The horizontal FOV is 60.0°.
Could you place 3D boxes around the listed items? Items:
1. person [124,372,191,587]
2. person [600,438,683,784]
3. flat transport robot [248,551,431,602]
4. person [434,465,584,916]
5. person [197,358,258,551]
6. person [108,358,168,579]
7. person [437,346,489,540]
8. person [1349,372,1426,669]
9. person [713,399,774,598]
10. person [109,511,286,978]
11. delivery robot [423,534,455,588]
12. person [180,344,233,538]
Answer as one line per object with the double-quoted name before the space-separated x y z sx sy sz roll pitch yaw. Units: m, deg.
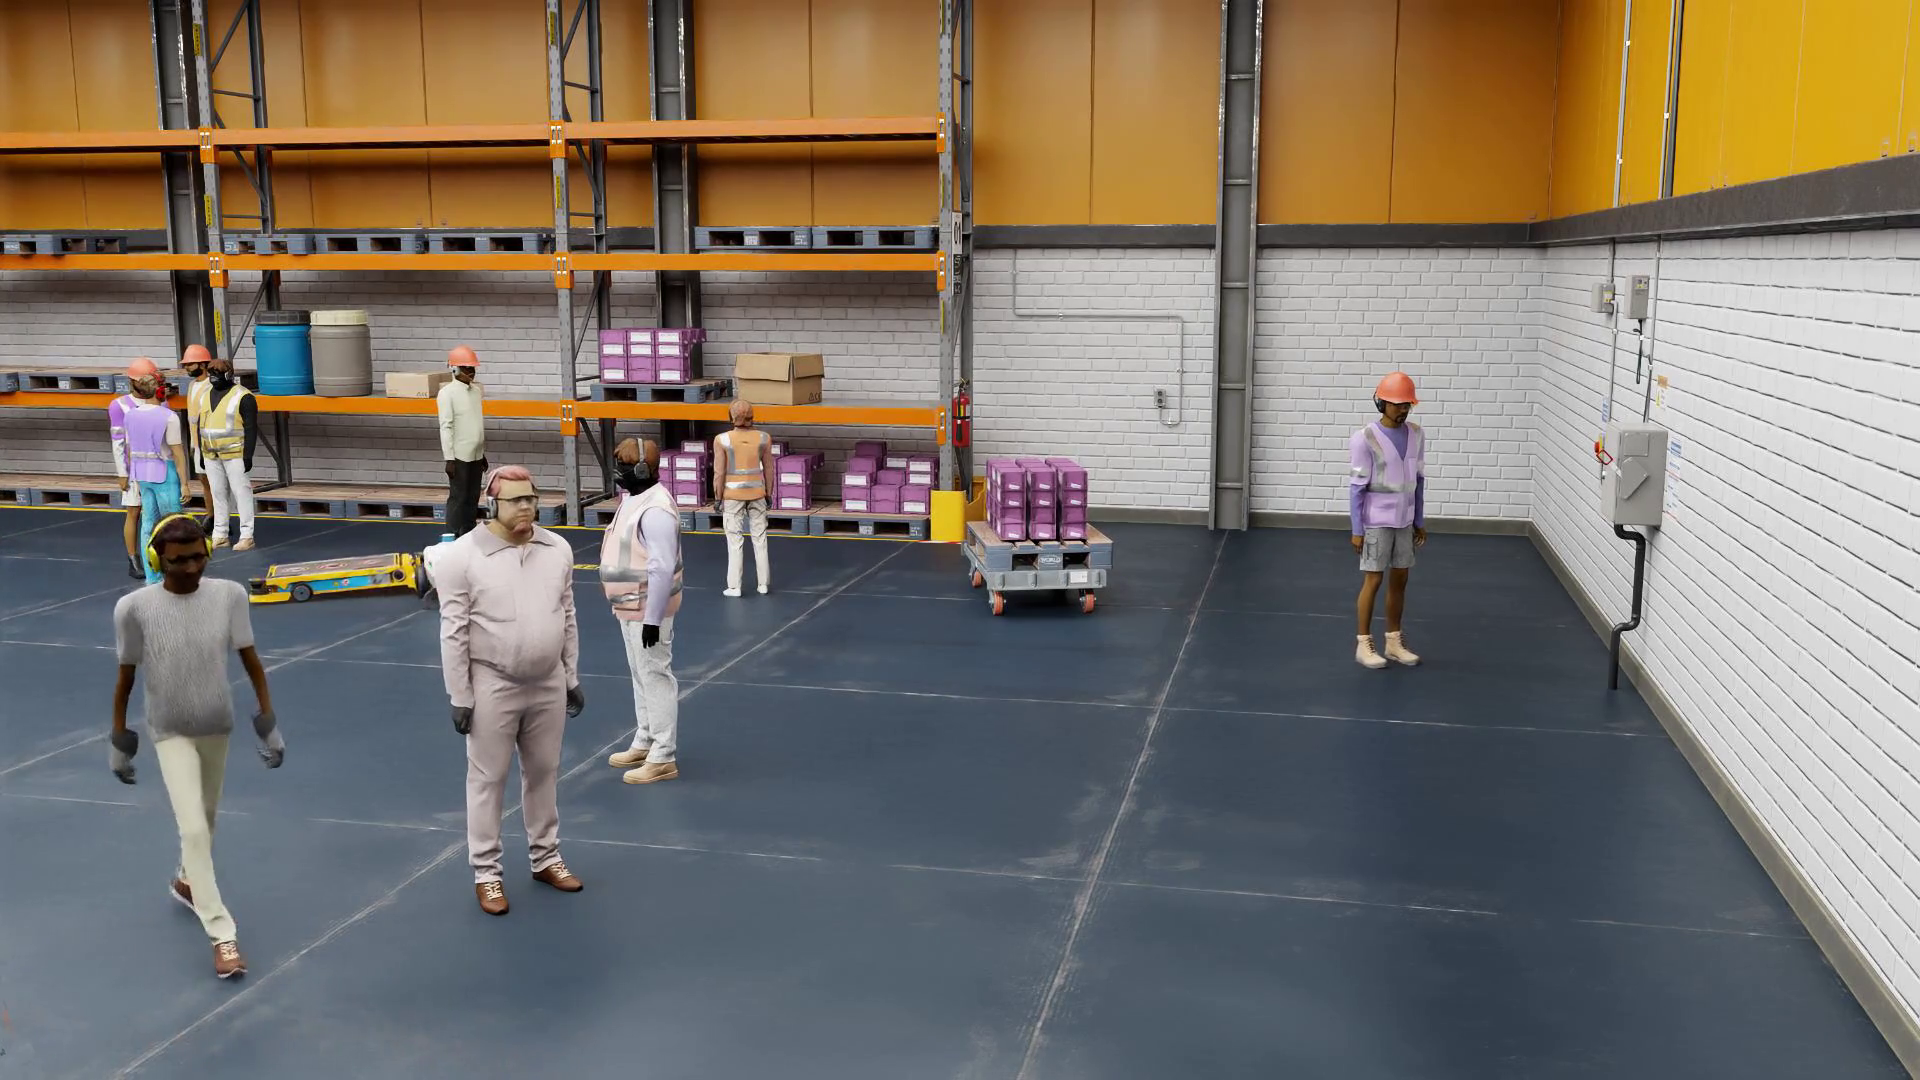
"person" -6.699 -0.478 13.904 0.565 1.848 0.390 3 10 19
"person" -1.701 0.371 8.901 0.429 1.844 0.624 -4 10 -22
"flat transport robot" -5.143 0.298 13.876 1.431 0.197 0.652 -6 9 -18
"person" -1.906 0.628 7.176 0.641 1.912 0.410 -9 13 -43
"person" -7.031 -0.816 15.930 0.627 1.844 0.429 2 10 14
"person" -7.122 -0.629 14.569 0.378 1.928 0.542 6 11 30
"person" -4.530 -0.781 15.261 0.387 1.992 0.625 3 10 15
"person" 2.927 -0.131 11.324 0.615 2.032 0.402 -5 11 -27
"person" -1.781 -0.339 13.700 0.522 1.638 0.310 -5 11 -26
"person" -3.075 0.761 6.692 0.580 1.816 1.002 -9 13 -41
"delivery robot" -4.134 0.193 13.480 0.477 0.478 0.707 -4 11 -24
"person" -7.539 -0.981 16.615 0.545 1.939 0.374 8 12 38
